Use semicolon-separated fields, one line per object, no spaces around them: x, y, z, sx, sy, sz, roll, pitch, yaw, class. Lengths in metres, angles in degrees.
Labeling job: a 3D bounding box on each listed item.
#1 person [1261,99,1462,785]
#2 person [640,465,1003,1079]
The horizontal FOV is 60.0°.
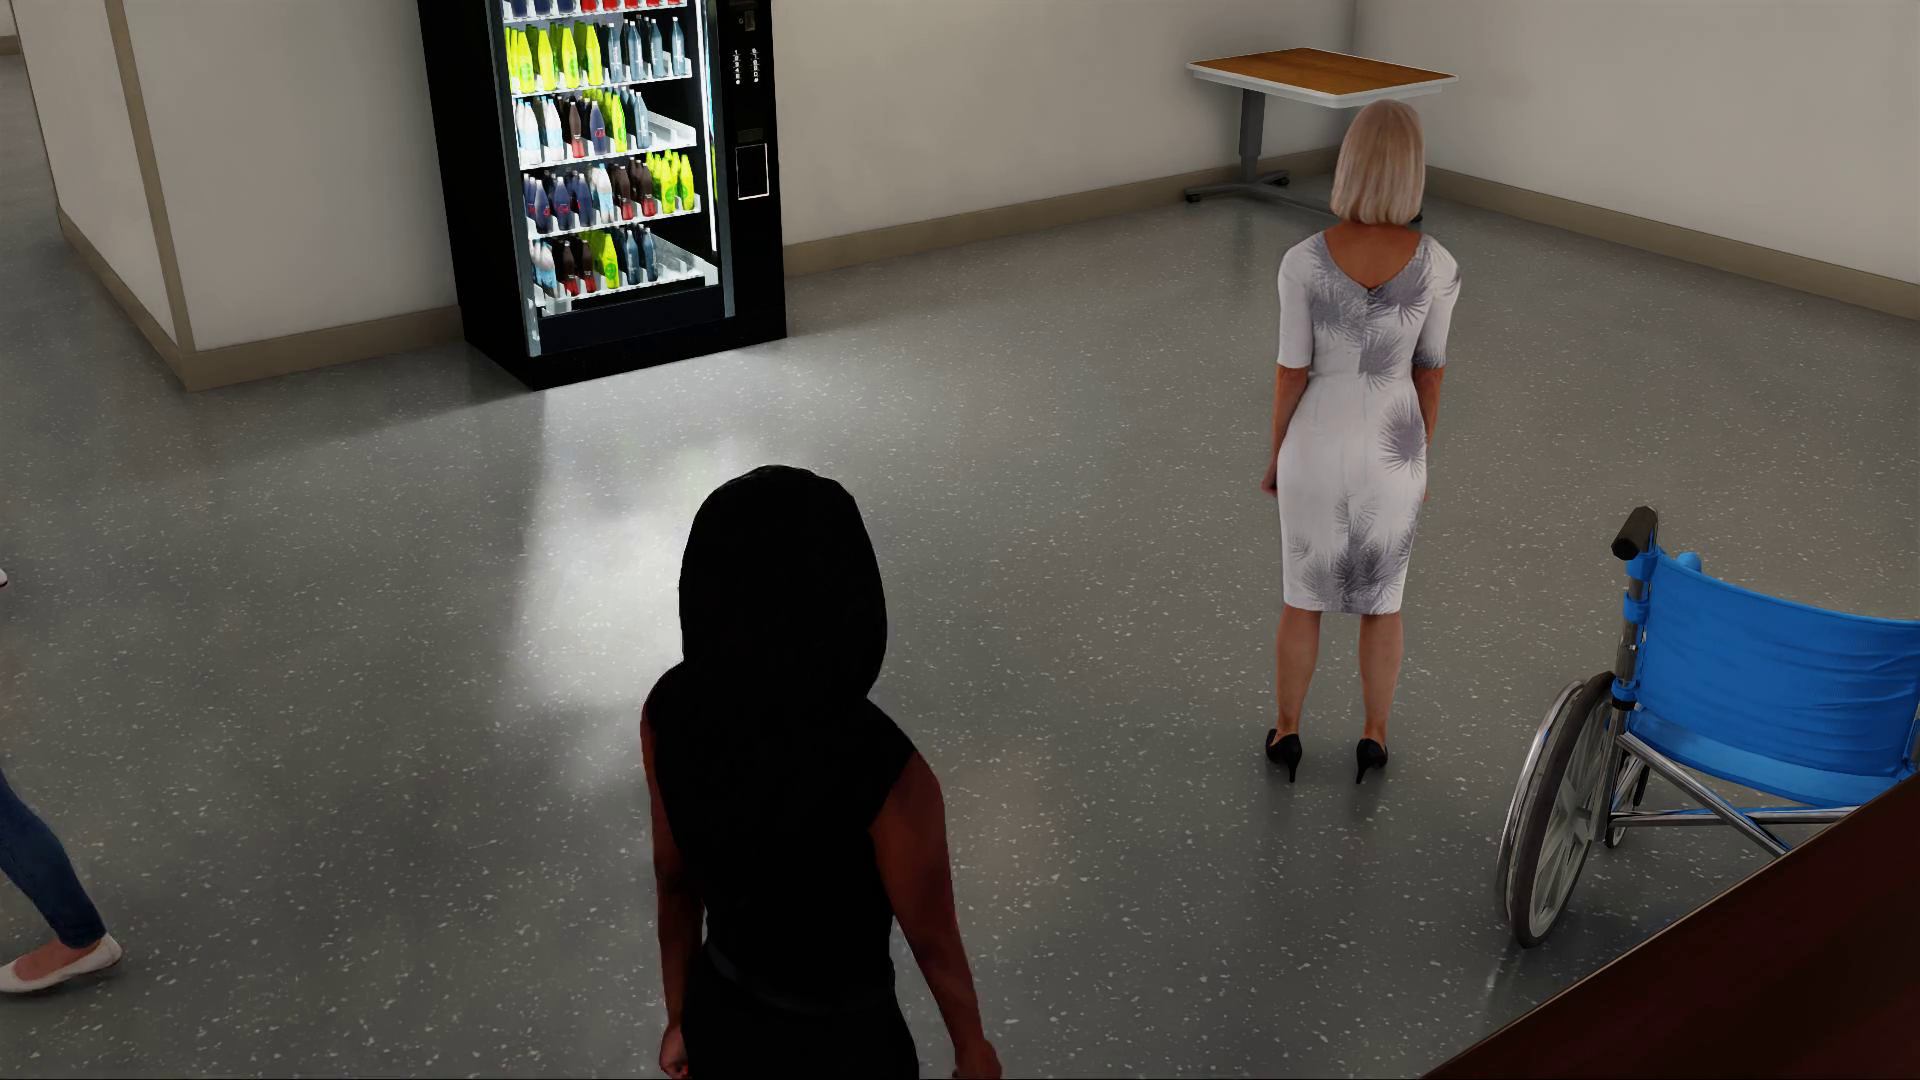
0.962;-0.190;4.058;0.634;1.752;0.697;4;26;8;person
-0.266;0.756;2.142;0.734;1.713;0.964;21;33;37;person
